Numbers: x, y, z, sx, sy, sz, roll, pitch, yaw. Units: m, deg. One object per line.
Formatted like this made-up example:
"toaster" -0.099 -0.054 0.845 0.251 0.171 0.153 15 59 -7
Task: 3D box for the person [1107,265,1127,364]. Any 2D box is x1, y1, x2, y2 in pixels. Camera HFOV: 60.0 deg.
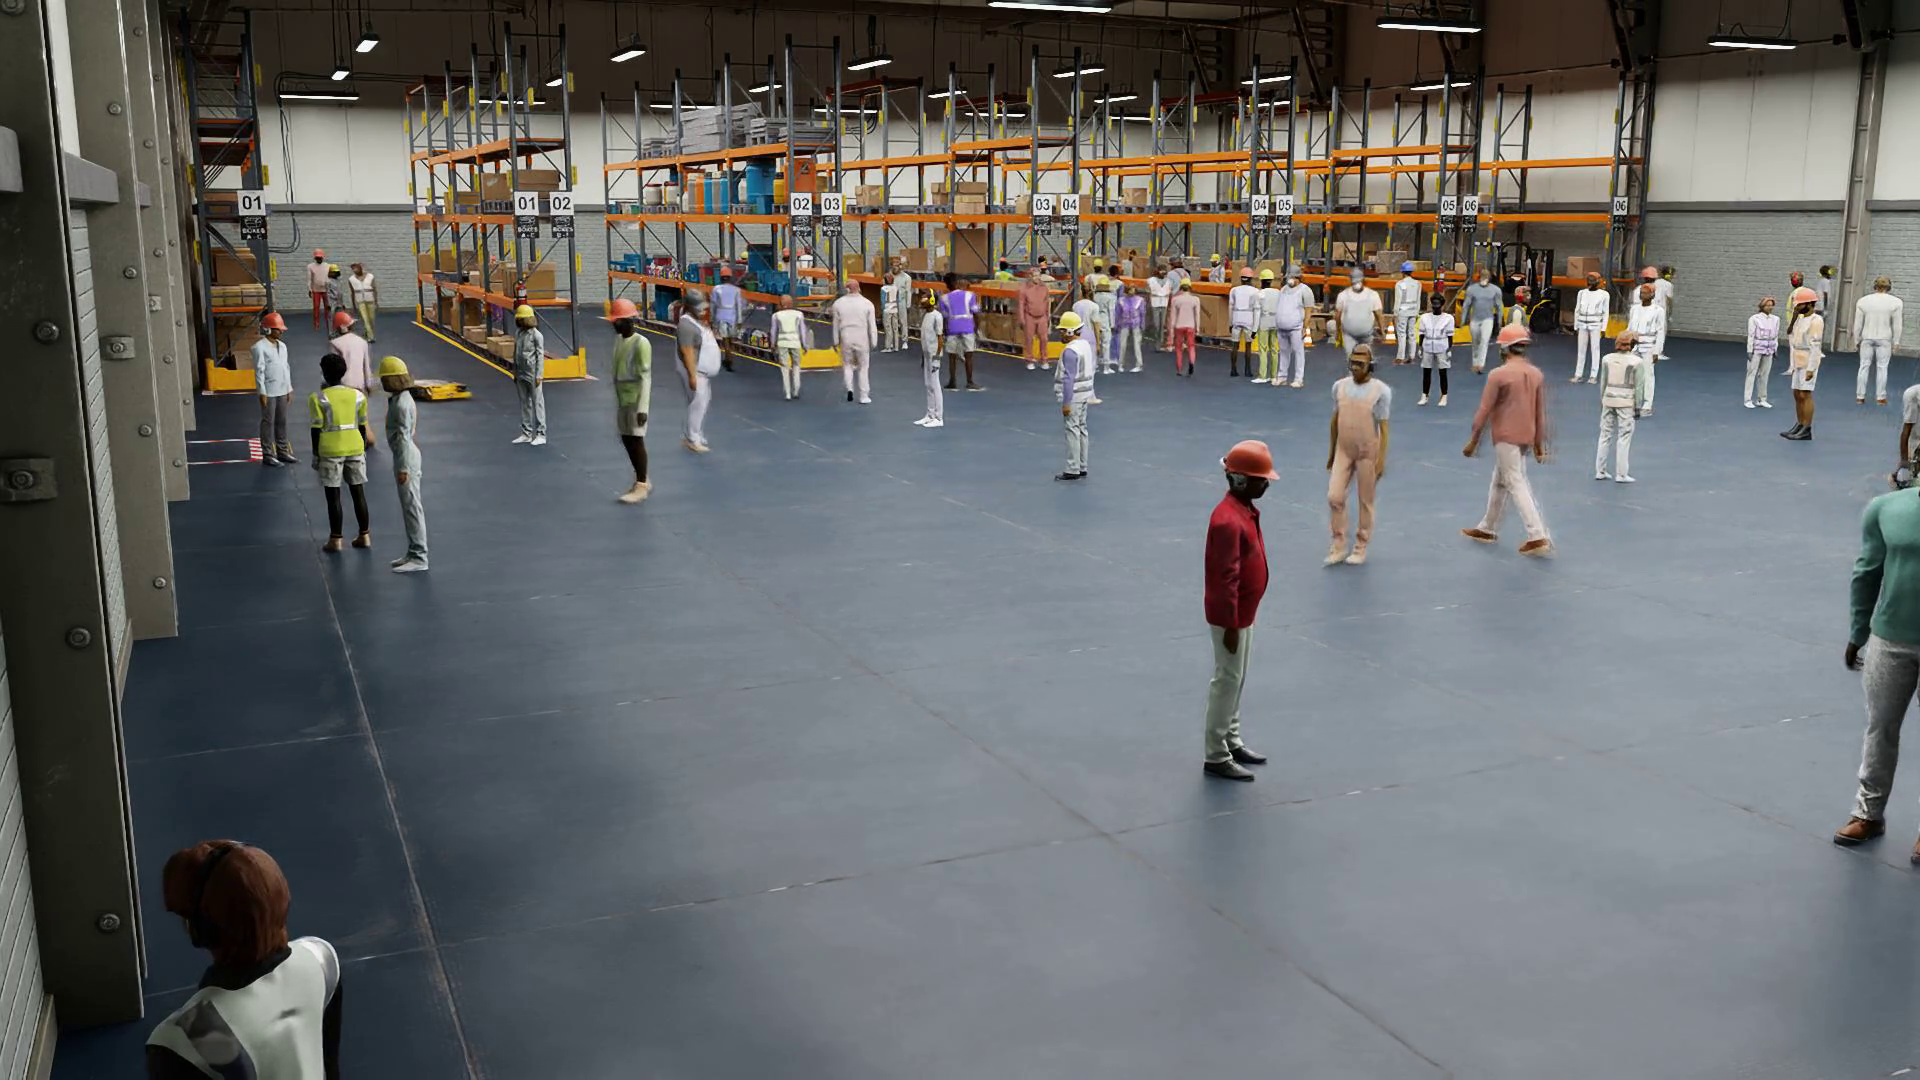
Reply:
"person" 2.953 -4.303 31.823 0.457 1.874 0.623 -7 13 -31

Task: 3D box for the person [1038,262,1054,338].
"person" 1.904 -5.548 38.464 0.572 1.747 0.346 -4 12 -19

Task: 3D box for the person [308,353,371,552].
"person" -5.289 -0.743 14.207 0.323 1.688 0.530 9 14 37

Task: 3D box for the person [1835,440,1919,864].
"person" 4.296 0.476 7.408 0.660 1.936 0.393 11 15 43

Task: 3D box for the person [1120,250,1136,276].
"person" 4.773 -7.308 47.195 0.571 1.832 0.716 1 11 6

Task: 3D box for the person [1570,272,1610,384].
"person" 10.684 -3.596 28.208 0.355 1.883 0.572 -11 15 -43

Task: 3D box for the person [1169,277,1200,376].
"person" 3.966 -3.757 29.367 0.538 1.750 0.590 0 11 1

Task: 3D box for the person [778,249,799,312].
"person" -4.358 -6.341 41.950 0.628 1.972 0.499 -2 11 -10

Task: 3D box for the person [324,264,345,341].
"person" -13.813 -5.221 36.824 0.296 1.745 0.485 4 12 22

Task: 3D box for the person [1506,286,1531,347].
"person" 7.932 -2.705 23.769 0.396 1.847 0.565 3 12 16

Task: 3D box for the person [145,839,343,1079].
"person" -1.439 1.402 3.429 0.308 1.641 0.516 3 11 14

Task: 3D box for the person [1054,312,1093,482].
"person" 1.215 -1.539 17.917 0.403 1.824 0.597 4 12 21

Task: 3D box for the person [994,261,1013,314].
"person" 1.073 -6.210 42.062 0.543 1.644 0.781 -1 11 -6

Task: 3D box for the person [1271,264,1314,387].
"person" 5.480 -3.556 27.604 0.537 2.000 0.689 -10 15 -40

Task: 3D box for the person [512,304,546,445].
"person" -5.397 -2.062 20.767 0.487 1.745 0.290 7 13 32

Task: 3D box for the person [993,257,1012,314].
"person" 1.129 -6.506 43.361 0.564 1.737 0.607 -5 12 -24

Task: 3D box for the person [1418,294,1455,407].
"person" 7.092 -2.823 24.787 0.536 1.691 0.323 7 13 32

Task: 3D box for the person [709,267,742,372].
"person" -4.308 -4.049 30.519 0.551 1.884 0.977 -6 13 -28

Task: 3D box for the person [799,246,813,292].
"person" -4.632 -7.980 50.492 0.577 1.881 0.349 7 13 33

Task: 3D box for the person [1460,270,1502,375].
"person" 9.383 -3.927 29.945 0.672 1.875 1.065 5 12 23

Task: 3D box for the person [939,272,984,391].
"person" 0.044 -3.373 26.987 0.759 1.934 0.368 0 11 1

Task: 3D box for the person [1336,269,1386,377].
"person" 6.497 -3.432 26.971 0.795 2.000 1.043 3 11 13

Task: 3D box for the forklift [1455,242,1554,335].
"forklift" 13.047 -6.049 39.881 2.313 2.155 1.214 -5 12 -23

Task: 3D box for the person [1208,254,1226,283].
"person" 6.647 -6.504 43.159 0.404 1.823 0.596 -5 12 -23

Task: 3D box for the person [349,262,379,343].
"person" -13.274 -5.297 37.083 0.605 1.789 0.800 -4 12 -20

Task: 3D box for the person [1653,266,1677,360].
"person" 13.753 -4.453 32.712 0.395 1.836 0.626 -8 14 -36

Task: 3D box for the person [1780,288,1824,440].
"person" 10.736 -2.235 21.197 0.386 1.924 0.548 1 11 4

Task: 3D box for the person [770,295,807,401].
"person" -2.660 -2.982 25.743 0.553 1.607 0.754 -2 11 -10

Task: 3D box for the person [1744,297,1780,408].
"person" 11.876 -2.771 24.634 0.515 1.641 0.309 -3 12 -15

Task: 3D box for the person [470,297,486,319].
"person" -12.932 -6.763 44.649 0.682 1.741 0.551 -1 11 -7

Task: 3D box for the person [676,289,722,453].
"person" -3.145 -2.078 20.090 0.560 2.000 0.842 1 11 5

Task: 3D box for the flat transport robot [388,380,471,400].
"flat transport robot" -8.345 -2.372 26.097 1.431 0.197 0.652 11 15 43

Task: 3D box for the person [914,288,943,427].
"person" -0.403 -2.463 22.479 0.328 1.874 0.521 -5 12 -23

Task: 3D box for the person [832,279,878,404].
"person" -1.582 -3.006 25.200 0.697 1.883 0.428 1 11 5

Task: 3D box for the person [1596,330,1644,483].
"person" 7.079 -1.428 17.837 0.310 1.631 0.509 -7 13 -33
